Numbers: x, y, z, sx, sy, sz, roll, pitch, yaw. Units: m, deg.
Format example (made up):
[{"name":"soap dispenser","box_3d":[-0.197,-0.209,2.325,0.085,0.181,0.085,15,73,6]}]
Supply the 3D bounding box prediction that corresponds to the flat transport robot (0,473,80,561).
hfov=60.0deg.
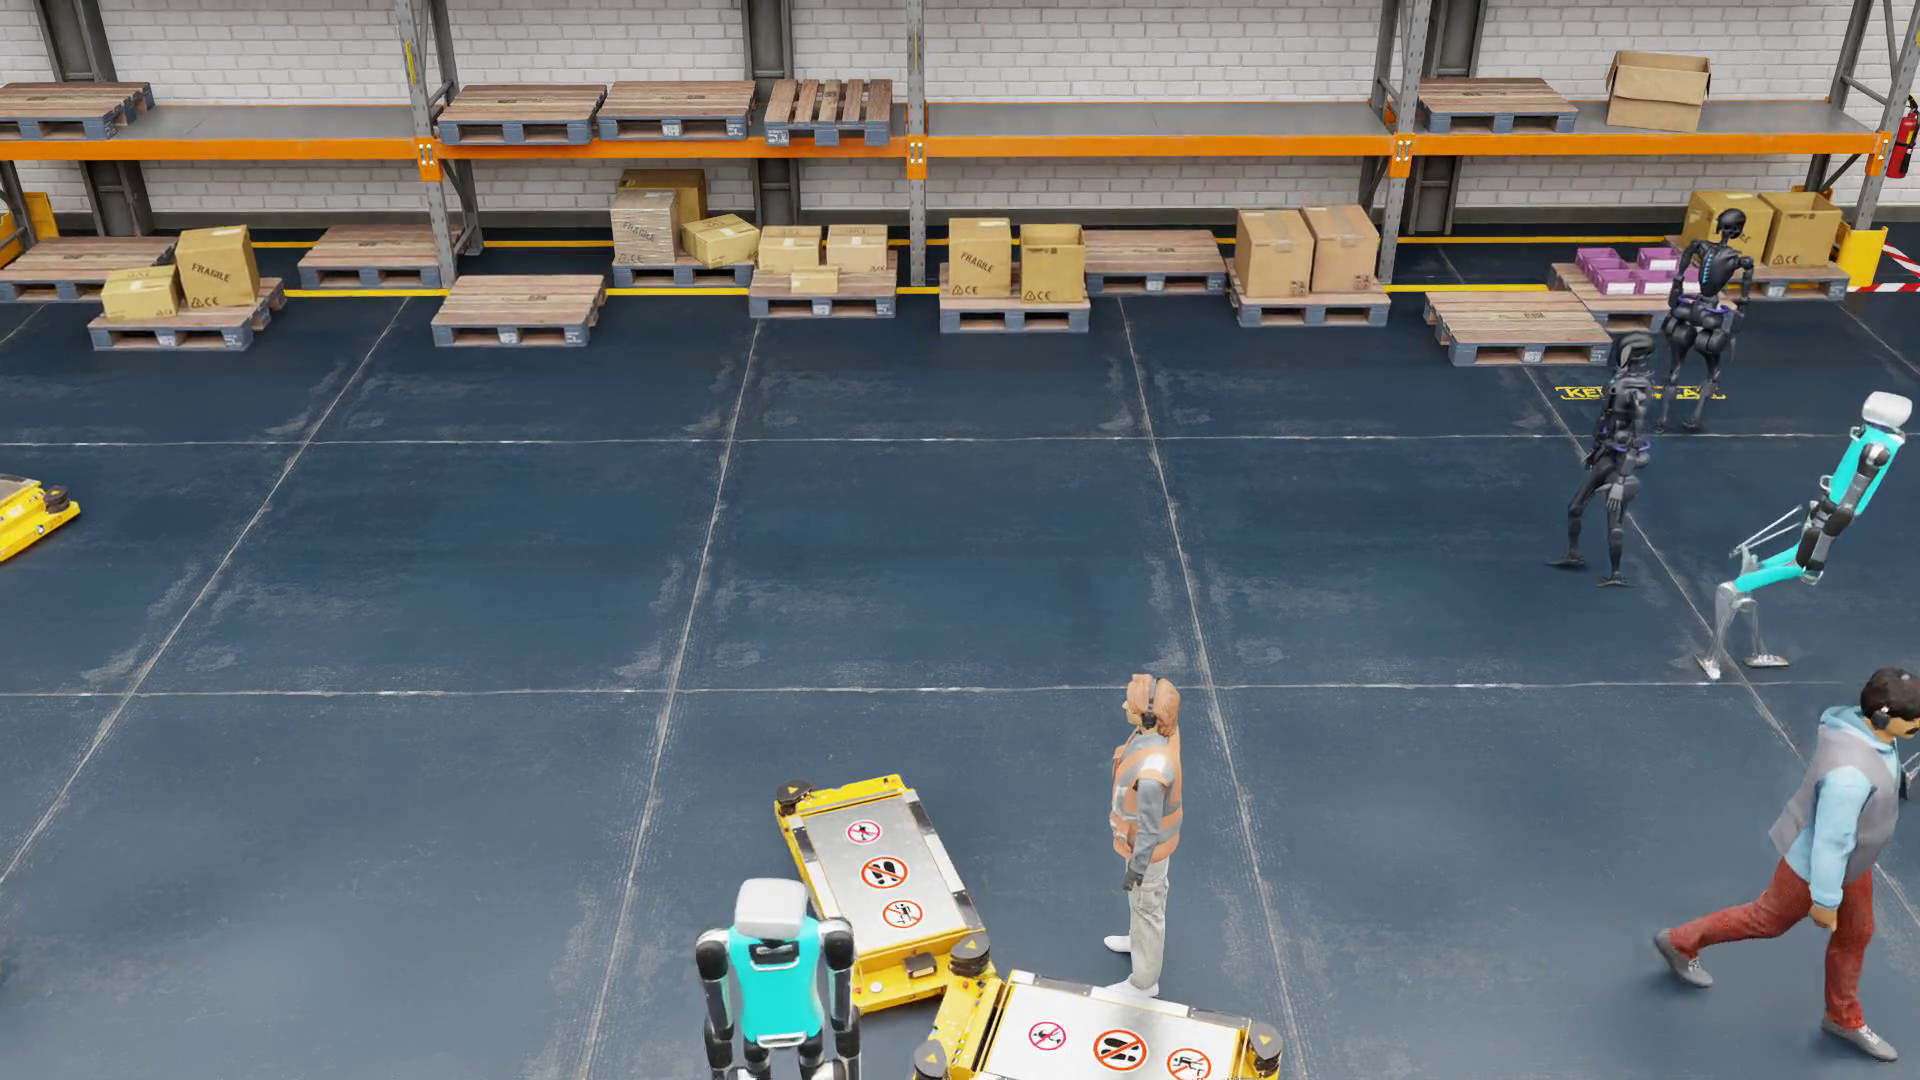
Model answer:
[{"name":"flat transport robot","box_3d":[-6.521,-0.206,10.754,1.431,0.231,0.659,10,32,16]}]

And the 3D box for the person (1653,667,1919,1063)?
[{"name":"person","box_3d":[3.490,1.267,6.785,0.980,1.833,0.543,24,38,34]}]

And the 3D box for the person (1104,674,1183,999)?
[{"name":"person","box_3d":[0.775,1.251,6.993,0.308,1.641,0.514,5,31,8]}]

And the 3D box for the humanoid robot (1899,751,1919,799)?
[{"name":"humanoid robot","box_3d":[5.047,0.647,7.921,0.962,1.761,0.531,8,32,14]}]

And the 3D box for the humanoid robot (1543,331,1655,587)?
[{"name":"humanoid robot","box_3d":[3.847,-0.457,9.813,0.527,1.642,0.601,1,31,2]}]

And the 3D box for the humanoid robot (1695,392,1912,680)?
[{"name":"humanoid robot","box_3d":[4.463,-0.019,9.042,0.866,1.791,0.573,16,35,25]}]

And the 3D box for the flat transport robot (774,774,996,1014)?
[{"name":"flat transport robot","box_3d":[-0.384,1.585,7.772,0.659,0.231,1.431,-10,32,-17]}]

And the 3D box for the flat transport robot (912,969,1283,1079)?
[{"name":"flat transport robot","box_3d":[0.568,2.156,6.821,1.431,0.231,0.659,8,32,14]}]

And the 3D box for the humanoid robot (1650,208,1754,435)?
[{"name":"humanoid robot","box_3d":[5.136,-1.505,11.555,0.376,1.645,0.589,-23,38,-33]}]

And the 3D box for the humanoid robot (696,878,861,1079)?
[{"name":"humanoid robot","box_3d":[-0.579,2.001,5.627,0.530,1.752,0.739,-3,31,-5]}]
